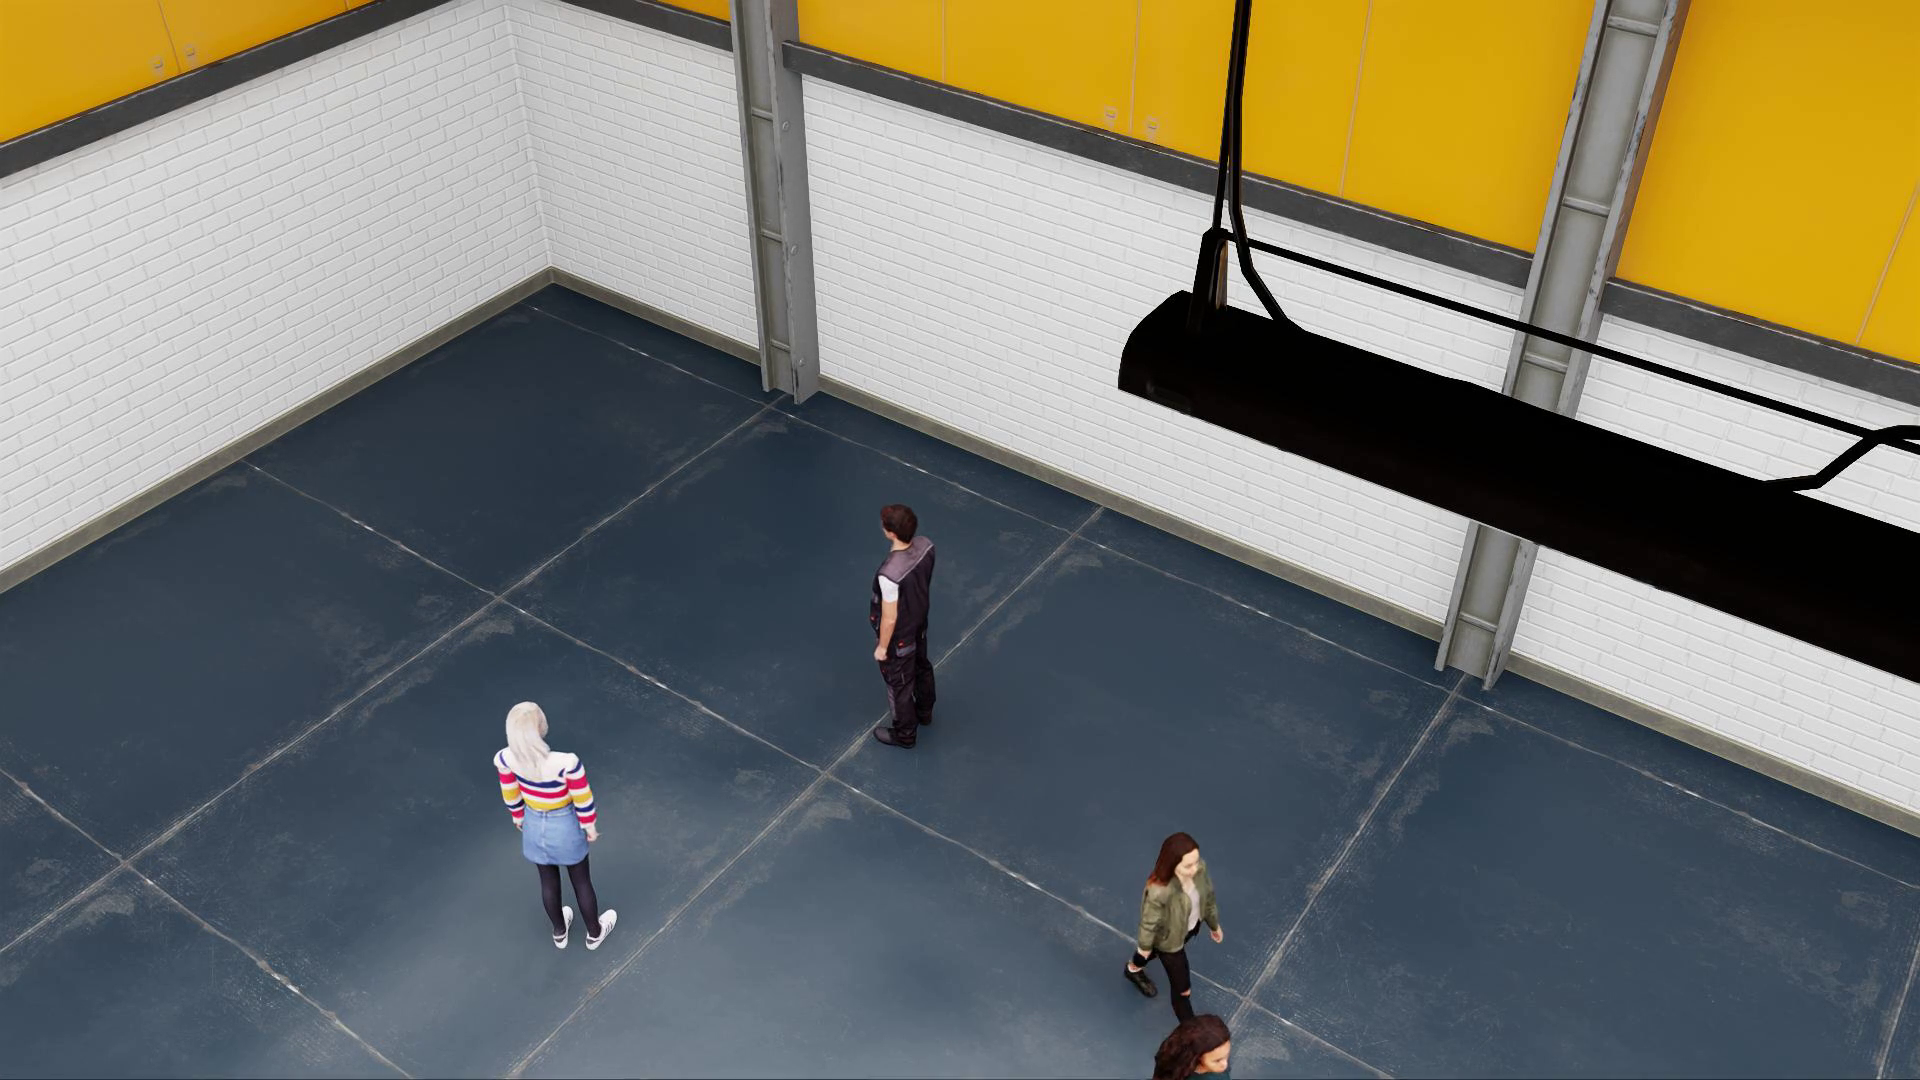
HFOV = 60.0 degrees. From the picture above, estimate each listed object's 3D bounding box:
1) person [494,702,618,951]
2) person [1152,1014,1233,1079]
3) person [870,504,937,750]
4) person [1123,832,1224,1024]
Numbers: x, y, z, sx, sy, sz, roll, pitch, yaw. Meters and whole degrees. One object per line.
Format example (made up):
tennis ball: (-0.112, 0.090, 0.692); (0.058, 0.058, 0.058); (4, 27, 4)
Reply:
person: (-2.214, 1.572, 9.057); (0.628, 1.807, 0.781); (6, 39, 7)
person: (1.020, 2.711, 7.788); (0.709, 1.611, 0.781); (-24, 44, -27)
person: (-0.341, 0.527, 10.332); (0.574, 1.849, 0.658); (21, 43, 24)
person: (1.082, 2.027, 8.784); (1.016, 1.438, 0.679); (31, 48, 33)
